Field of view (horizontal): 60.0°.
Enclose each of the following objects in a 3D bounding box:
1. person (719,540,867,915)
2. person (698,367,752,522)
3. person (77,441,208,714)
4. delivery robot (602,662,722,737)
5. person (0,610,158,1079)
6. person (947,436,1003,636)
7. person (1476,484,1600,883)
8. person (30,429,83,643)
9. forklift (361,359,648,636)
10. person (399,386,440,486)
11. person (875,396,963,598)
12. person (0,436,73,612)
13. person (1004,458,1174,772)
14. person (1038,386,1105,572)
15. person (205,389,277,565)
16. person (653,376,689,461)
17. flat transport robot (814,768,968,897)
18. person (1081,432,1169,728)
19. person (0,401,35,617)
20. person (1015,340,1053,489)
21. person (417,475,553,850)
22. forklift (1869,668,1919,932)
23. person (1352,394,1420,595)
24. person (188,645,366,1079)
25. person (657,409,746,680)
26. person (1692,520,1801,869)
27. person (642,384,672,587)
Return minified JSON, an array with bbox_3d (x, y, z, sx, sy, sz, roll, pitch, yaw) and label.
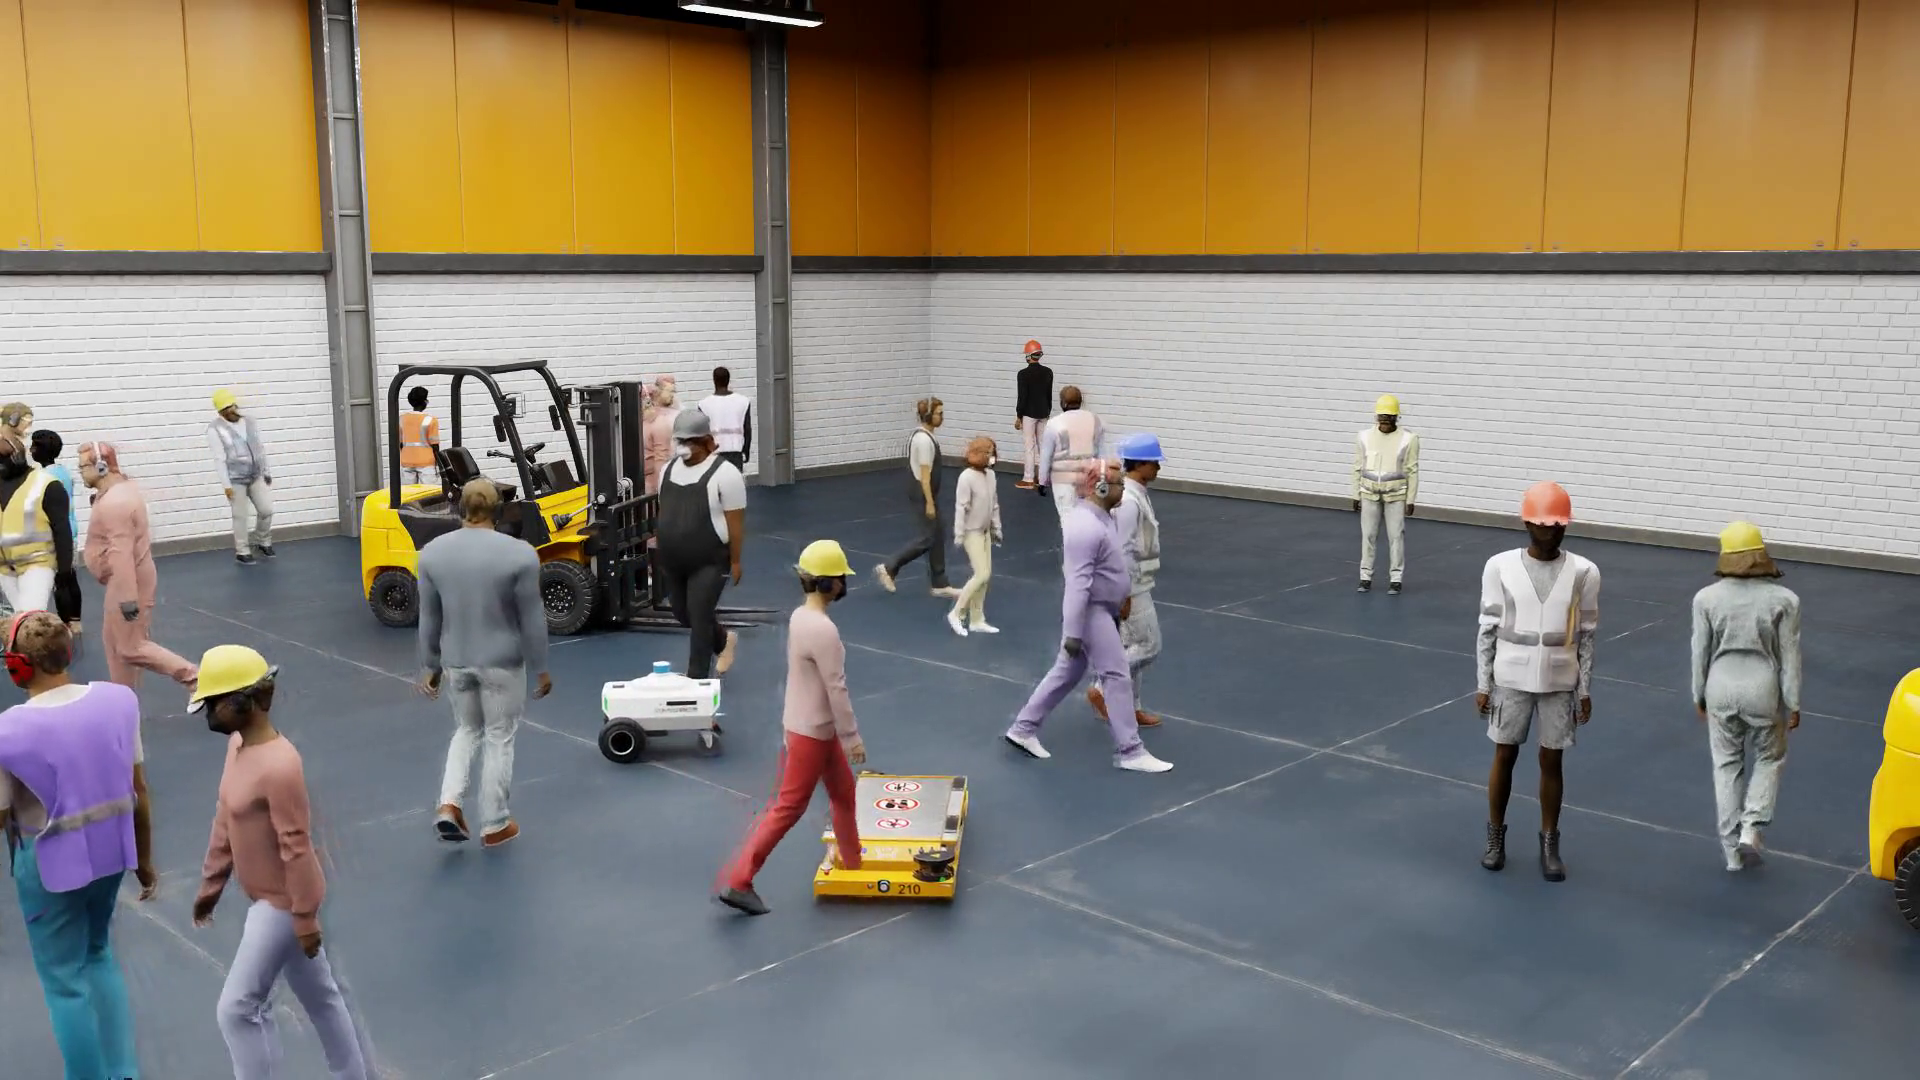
[{"bbox_3d":[-0.712,0.855,7.631,0.881,1.725,0.527,-2,10,-14],"label":"person"},{"bbox_3d":[-2.600,-0.983,18.481,0.598,1.867,0.994,-3,10,-16],"label":"person"},{"bbox_3d":[-5.239,0.285,10.664,0.720,1.875,0.667,-4,10,-24],"label":"person"},{"bbox_3d":[-1.811,0.985,10.131,0.707,0.478,0.477,-1,9,-7],"label":"delivery robot"},{"bbox_3d":[-3.033,1.131,5.597,0.534,1.830,0.606,4,10,24],"label":"person"},{"bbox_3d":[0.155,-0.030,13.406,0.322,1.628,0.523,4,10,24],"label":"person"},{"bbox_3d":[2.798,0.692,8.092,0.555,1.936,0.523,2,10,14],"label":"person"},{"bbox_3d":[-7.161,-0.031,13.146,0.318,1.699,0.535,-1,9,-8],"label":"person"},{"bbox_3d":[-3.850,-0.407,13.936,2.313,2.155,1.214,2,9,11],"label":"forklift"},{"bbox_3d":[-5.846,-0.816,17.996,0.530,1.690,0.321,3,10,16],"label":"person"},{"bbox_3d":[-0.348,-0.371,14.834,0.723,1.828,0.529,1,9,3],"label":"person"},{"bbox_3d":[-6.466,0.194,11.417,0.643,1.814,0.600,2,9,11],"label":"person"},{"bbox_3d":[0.739,0.433,9.822,0.994,1.862,0.657,1,9,7],"label":"person"},{"bbox_3d":[1.039,-0.594,16.210,0.661,1.821,0.657,-4,10,-24],"label":"person"},{"bbox_3d":[-7.119,-0.617,16.507,0.410,1.783,0.683,6,11,31],"label":"person"},{"bbox_3d":[-3.125,-0.801,17.422,0.654,1.868,0.921,-4,10,-23],"label":"person"},{"bbox_3d":[-0.317,1.453,8.415,0.652,0.197,1.431,1,9,3],"label":"flat transport robot"},{"bbox_3d":[1.093,0.275,10.558,0.450,1.931,0.628,1,9,7],"label":"person"},{"bbox_3d":[-7.724,-0.155,13.316,0.661,1.895,0.684,0,9,1],"label":"person"},{"bbox_3d":[0.990,-1.686,22.389,0.612,1.995,0.376,-8,12,-40],"label":"person"},{"bbox_3d":[-2.409,0.633,8.418,0.636,1.922,0.468,2,9,12],"label":"person"},{"bbox_3d":[5.205,0.723,7.013,2.313,2.155,1.214,9,13,43],"label":"forklift"},{"bbox_3d":[3.861,-0.413,15.121,0.596,1.825,0.403,5,10,28],"label":"person"},{"bbox_3d":[-2.336,1.204,5.488,0.751,1.724,0.535,-6,11,-34],"label":"person"},{"bbox_3d":[-1.786,0.056,11.567,0.687,2.000,0.849,5,11,29],"label":"person"},{"bbox_3d":[3.854,0.765,8.173,0.517,1.717,0.371,7,11,35],"label":"person"},{"bbox_3d":[-2.912,-0.500,15.433,0.496,1.897,0.650,-7,12,-36],"label":"person"}]
